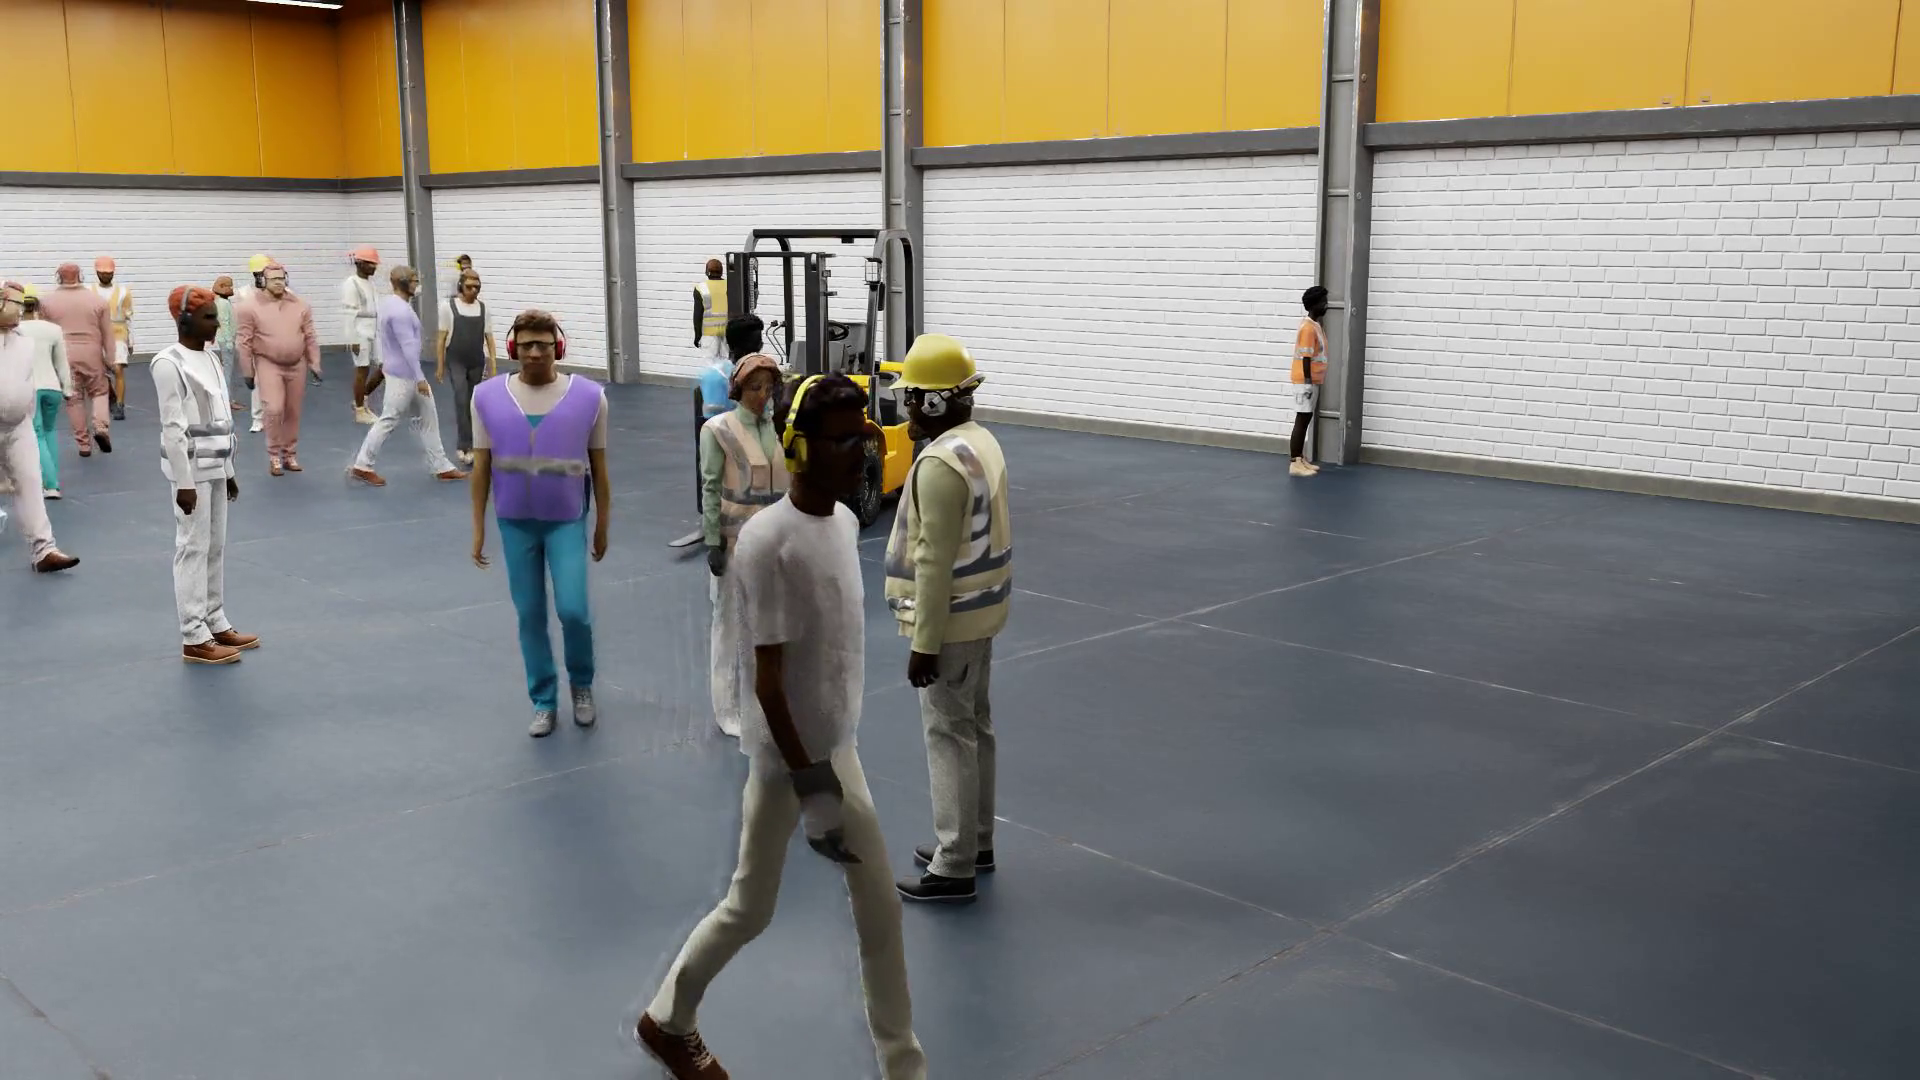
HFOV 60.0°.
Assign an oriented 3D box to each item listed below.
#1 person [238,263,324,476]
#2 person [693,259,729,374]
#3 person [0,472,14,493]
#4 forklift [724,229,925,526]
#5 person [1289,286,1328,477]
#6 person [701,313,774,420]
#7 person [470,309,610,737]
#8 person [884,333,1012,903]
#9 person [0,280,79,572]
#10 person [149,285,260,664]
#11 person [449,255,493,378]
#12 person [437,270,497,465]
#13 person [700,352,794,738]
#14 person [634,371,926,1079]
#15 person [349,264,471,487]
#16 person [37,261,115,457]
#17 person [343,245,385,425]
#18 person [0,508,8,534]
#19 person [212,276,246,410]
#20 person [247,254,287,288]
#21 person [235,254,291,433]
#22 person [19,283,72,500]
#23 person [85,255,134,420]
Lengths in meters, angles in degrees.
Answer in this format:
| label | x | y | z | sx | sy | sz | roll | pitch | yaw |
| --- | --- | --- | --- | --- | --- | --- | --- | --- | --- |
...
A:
| label | x | y | z | sx | sy | sz | roll | pitch | yaw |
| --- | --- | --- | --- | --- | --- | --- | --- | --- | --- |
| person | -6.038 | -1.524 | 14.889 | 0.649 | 1.885 | 0.679 | -10 | 14 | -43 |
| person | -3.022 | -2.551 | 20.598 | 0.624 | 1.844 | 0.429 | -6 | 12 | -31 |
| person | -8.148 | -1.236 | 13.558 | 0.931 | 1.802 | 0.628 | -4 | 11 | -21 |
| forklift | -1.050 | -1.319 | 12.920 | 1.214 | 2.155 | 2.313 | 2 | 11 | 13 |
| person | 3.102 | -1.409 | 14.791 | 0.320 | 1.689 | 0.525 | 3 | 11 | 17 |
| person | -1.257 | -0.485 | 9.763 | 0.453 | 1.679 | 0.544 | 7 | 13 | 34 |
| person | -1.777 | -0.065 | 7.085 | 0.566 | 1.828 | 0.446 | -1 | 10 | -3 |
| person | -0.042 | 0.252 | 5.376 | 0.403 | 1.825 | 0.592 | 2 | 11 | 13 |
| person | -6.088 | -0.708 | 10.530 | 0.969 | 1.846 | 0.664 | 6 | 12 | 30 |
| person | -3.804 | -0.327 | 8.360 | 0.356 | 1.883 | 0.573 | -1 | 10 | -4 |
| person | -7.291 | -3.291 | 24.651 | 0.831 | 1.841 | 0.526 | 10 | 14 | 43 |
| person | -4.547 | -1.593 | 15.470 | 0.532 | 1.804 | 0.879 | -8 | 13 | -38 |
| person | -0.891 | 0.014 | 7.164 | 0.311 | 1.639 | 0.513 | 10 | 15 | 44 |
| person | -0.409 | 0.509 | 3.962 | 0.940 | 1.834 | 0.503 | 6 | 12 | 30 |
| person | -4.755 | -1.395 | 14.160 | 0.999 | 1.902 | 0.639 | -2 | 11 | -13 |
| person | -8.489 | -1.736 | 16.024 | 0.636 | 1.890 | 0.433 | -5 | 12 | -27 |
| person | -6.670 | -2.297 | 18.712 | 0.443 | 2.019 | 0.641 | 2 | 11 | 8 |
| person | -7.070 | -0.815 | 11.479 | 0.795 | 1.710 | 0.483 | 3 | 11 | 14 |
| person | -8.981 | -2.417 | 20.427 | 0.284 | 1.636 | 0.500 | -4 | 11 | -22 |
| person | -8.813 | -2.685 | 21.199 | 0.694 | 1.896 | 0.579 | 2 | 11 | 9 |
| person | -7.526 | -2.128 | 18.056 | 0.591 | 1.925 | 0.385 | -3 | 11 | -18 |
| person | -7.563 | -1.206 | 13.520 | 0.676 | 1.742 | 0.537 | 7 | 12 | 32 |
| person | -9.927 | -2.371 | 19.429 | 0.549 | 1.912 | 0.793 | -4 | 11 | -19 |
